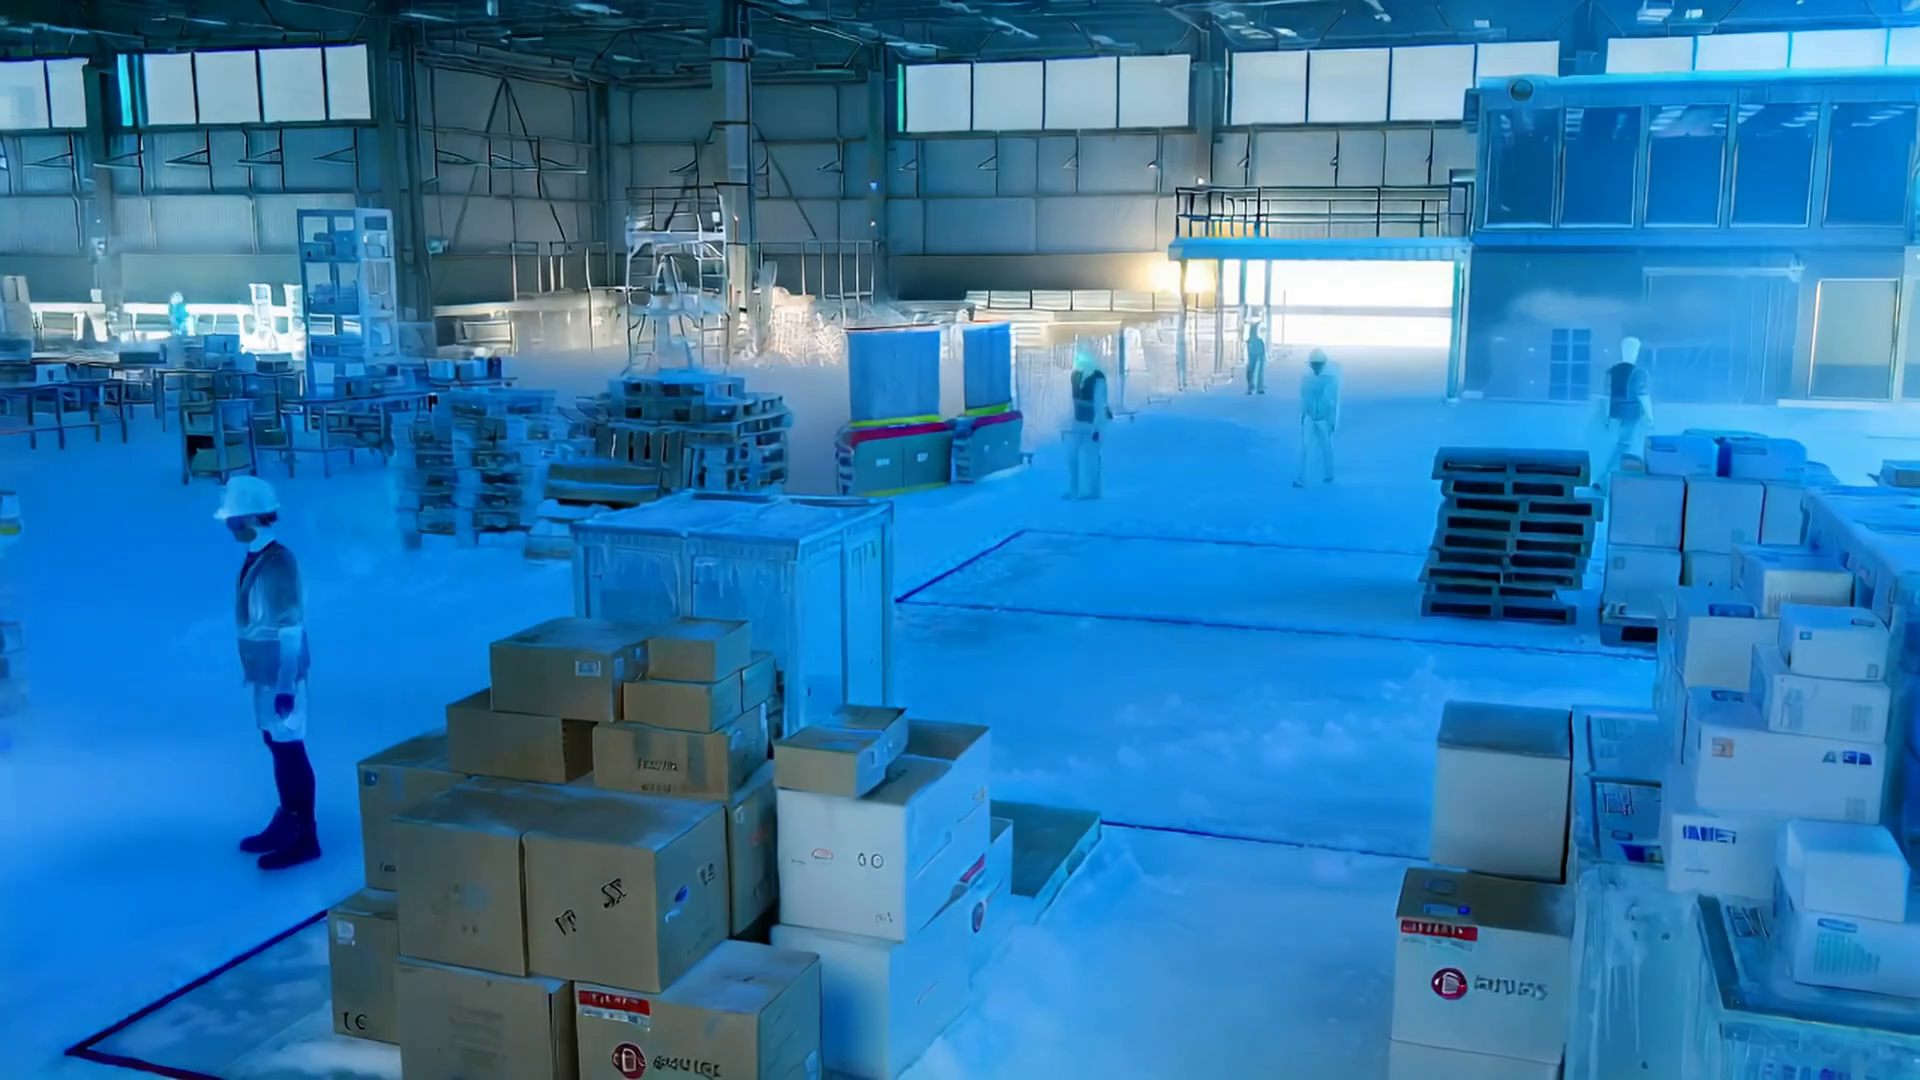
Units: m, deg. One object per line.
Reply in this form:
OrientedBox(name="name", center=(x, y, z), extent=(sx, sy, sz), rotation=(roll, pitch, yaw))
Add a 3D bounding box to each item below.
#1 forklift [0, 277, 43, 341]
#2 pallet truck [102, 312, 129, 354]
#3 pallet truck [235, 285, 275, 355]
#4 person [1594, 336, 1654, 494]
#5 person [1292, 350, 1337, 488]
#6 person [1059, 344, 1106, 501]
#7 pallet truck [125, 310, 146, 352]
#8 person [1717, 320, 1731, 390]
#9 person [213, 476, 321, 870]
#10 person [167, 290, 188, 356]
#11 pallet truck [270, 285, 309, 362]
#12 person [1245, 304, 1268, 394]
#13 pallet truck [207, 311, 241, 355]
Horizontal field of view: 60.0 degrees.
OrientedBox(name="forklift", center=(-27.151, -6.329, 46.328), extent=(1.157, 1.987, 2.680), rotation=(3, 11, 17))
OrientedBox(name="pallet truck", center=(-23.057, -5.777, 46.261), extent=(0.680, 1.201, 1.601), rotation=(3, 11, 19))
OrientedBox(name="pallet truck", center=(-18.327, -5.835, 44.421), extent=(0.823, 1.965, 1.885), rotation=(4, 11, 23))
OrientedBox(name="person", center=(8.137, -1.538, 20.409), extent=(0.959, 1.934, 0.600), rotation=(-4, 11, -23))
OrientedBox(name="person", center=(4.521, -1.538, 21.005), extent=(0.535, 1.720, 0.893), rotation=(8, 13, 37))
OrientedBox(name="person", center=(1.488, -1.368, 19.603), extent=(0.618, 1.877, 0.633), rotation=(-8, 13, -37))
OrientedBox(name="pallet truck", center=(-22.038, -5.665, 45.457), extent=(0.704, 1.261, 1.522), rotation=(3, 11, 17))
OrientedBox(name="person", center=(15.529, -3.899, 33.812), extent=(0.523, 1.892, 0.644), rotation=(1, 10, 5))
OrientedBox(name="person", center=(-3.379, 0.643, 8.125), extent=(0.376, 1.933, 0.544), rotation=(-7, 12, -34))
OrientedBox(name="person", center=(-18.277, -4.822, 38.755), extent=(0.799, 2.002, 0.370), rotation=(6, 12, 31))
OrientedBox(name="pallet truck", center=(-17.147, -5.700, 43.663), extent=(0.823, 1.965, 1.885), rotation=(3, 11, 17))
OrientedBox(name="person", center=(6.043, -3.886, 33.898), extent=(0.506, 1.837, 0.350), rotation=(9, 13, 40))
OrientedBox(name="pallet truck", center=(-19.537, -5.575, 44.913), extent=(0.653, 1.274, 1.630), rotation=(3, 11, 19))
